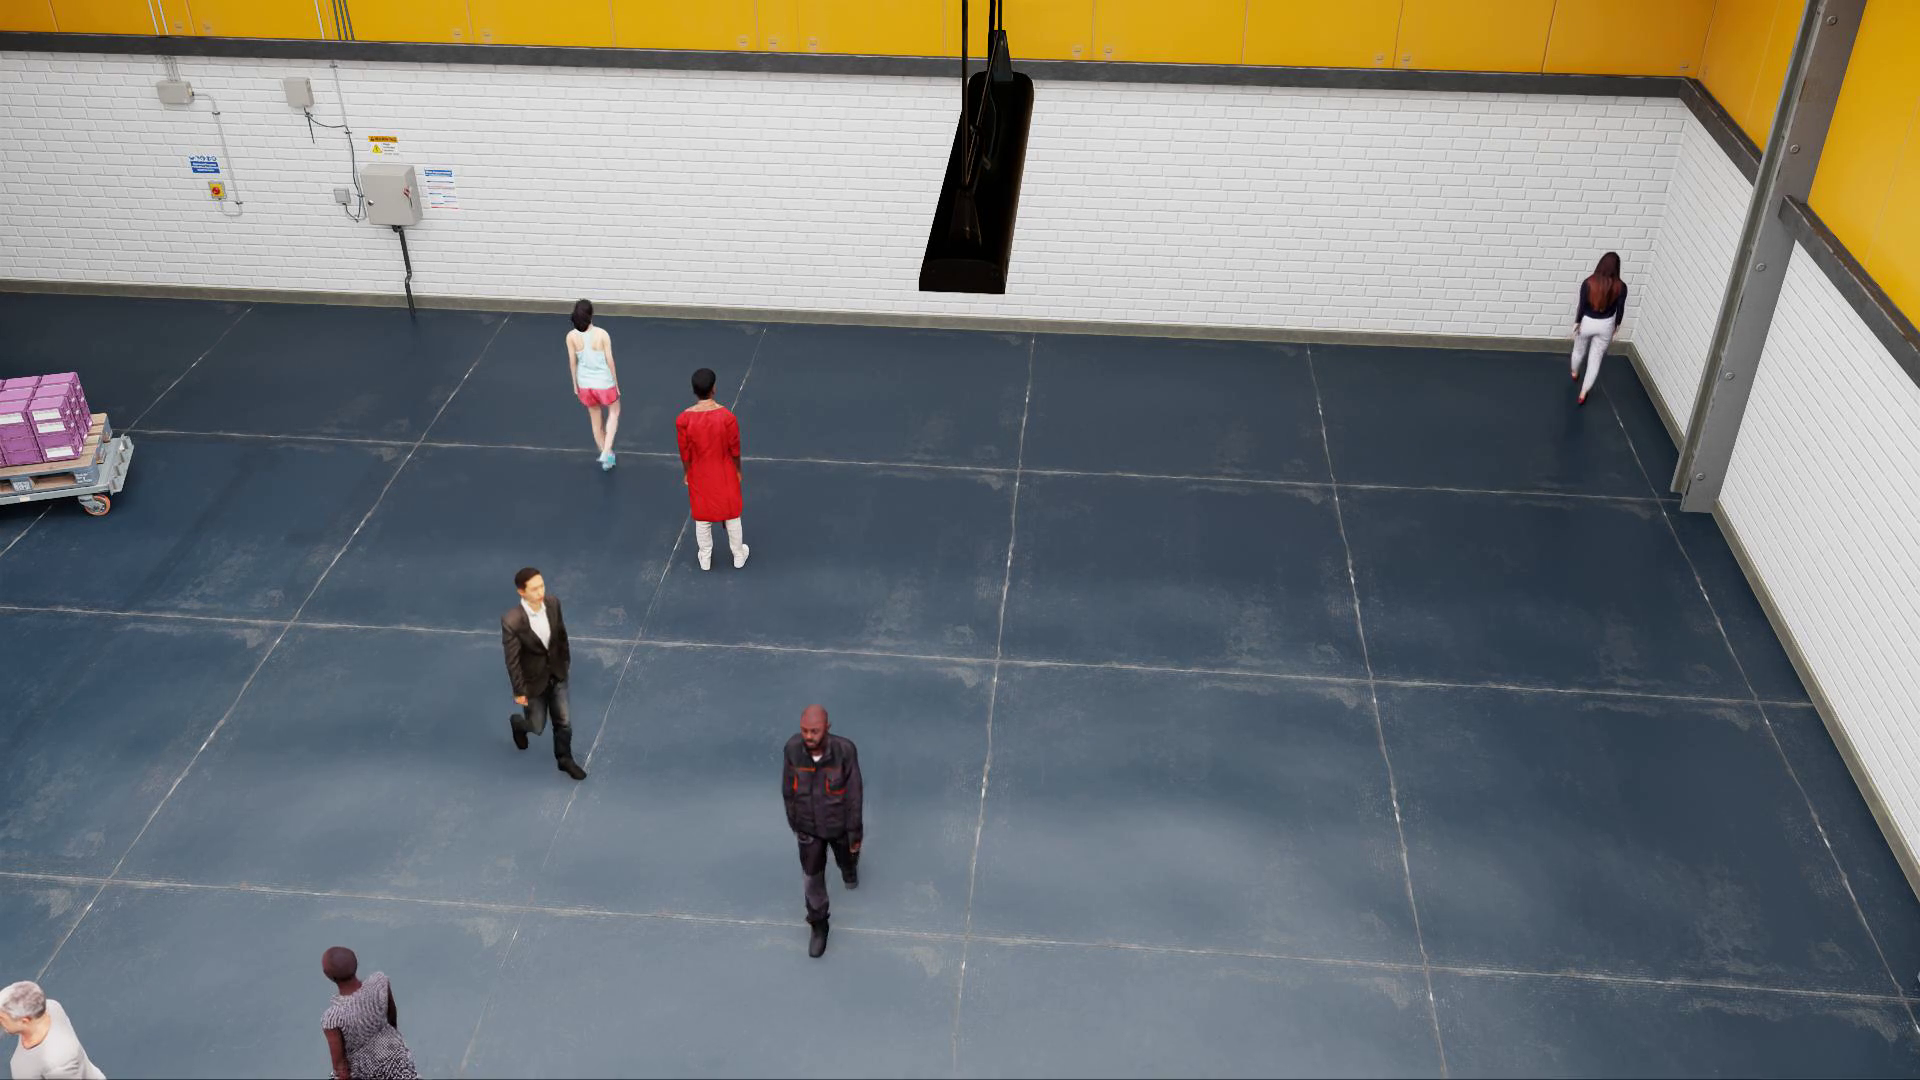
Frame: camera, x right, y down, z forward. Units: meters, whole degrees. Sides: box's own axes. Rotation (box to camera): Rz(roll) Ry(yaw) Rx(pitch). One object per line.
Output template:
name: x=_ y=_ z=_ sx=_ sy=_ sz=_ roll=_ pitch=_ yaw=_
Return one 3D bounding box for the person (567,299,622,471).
person: x=-3.404 y=-1.399 z=15.526 sx=0.609 sy=1.760 sz=0.721 roll=1 pitch=34 yaw=2

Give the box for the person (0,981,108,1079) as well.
person: x=-4.658 y=2.997 z=8.776 sx=0.879 sy=1.911 sz=0.815 roll=-24 pitch=41 yaw=-32

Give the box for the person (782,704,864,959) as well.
person: x=-0.845 y=1.748 z=10.748 sx=0.718 sy=1.808 sz=1.109 roll=2 pitch=34 yaw=2

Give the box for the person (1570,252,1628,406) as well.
person: x=6.401 y=-2.109 z=16.756 sx=0.775 sy=1.582 sz=1.006 roll=11 pitch=35 yaw=17

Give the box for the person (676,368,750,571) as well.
person: x=-2.104 y=-0.588 z=14.198 sx=0.711 sy=1.880 sz=0.640 roll=-2 pitch=34 yaw=-3

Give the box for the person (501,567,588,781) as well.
person: x=-3.076 y=0.944 z=11.979 sx=1.051 sy=1.785 sz=1.023 roll=26 pitch=42 yaw=34

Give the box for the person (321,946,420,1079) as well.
person: x=-3.114 y=2.925 z=9.044 sx=1.109 sy=1.734 sz=1.221 roll=21 pitch=39 yaw=29
